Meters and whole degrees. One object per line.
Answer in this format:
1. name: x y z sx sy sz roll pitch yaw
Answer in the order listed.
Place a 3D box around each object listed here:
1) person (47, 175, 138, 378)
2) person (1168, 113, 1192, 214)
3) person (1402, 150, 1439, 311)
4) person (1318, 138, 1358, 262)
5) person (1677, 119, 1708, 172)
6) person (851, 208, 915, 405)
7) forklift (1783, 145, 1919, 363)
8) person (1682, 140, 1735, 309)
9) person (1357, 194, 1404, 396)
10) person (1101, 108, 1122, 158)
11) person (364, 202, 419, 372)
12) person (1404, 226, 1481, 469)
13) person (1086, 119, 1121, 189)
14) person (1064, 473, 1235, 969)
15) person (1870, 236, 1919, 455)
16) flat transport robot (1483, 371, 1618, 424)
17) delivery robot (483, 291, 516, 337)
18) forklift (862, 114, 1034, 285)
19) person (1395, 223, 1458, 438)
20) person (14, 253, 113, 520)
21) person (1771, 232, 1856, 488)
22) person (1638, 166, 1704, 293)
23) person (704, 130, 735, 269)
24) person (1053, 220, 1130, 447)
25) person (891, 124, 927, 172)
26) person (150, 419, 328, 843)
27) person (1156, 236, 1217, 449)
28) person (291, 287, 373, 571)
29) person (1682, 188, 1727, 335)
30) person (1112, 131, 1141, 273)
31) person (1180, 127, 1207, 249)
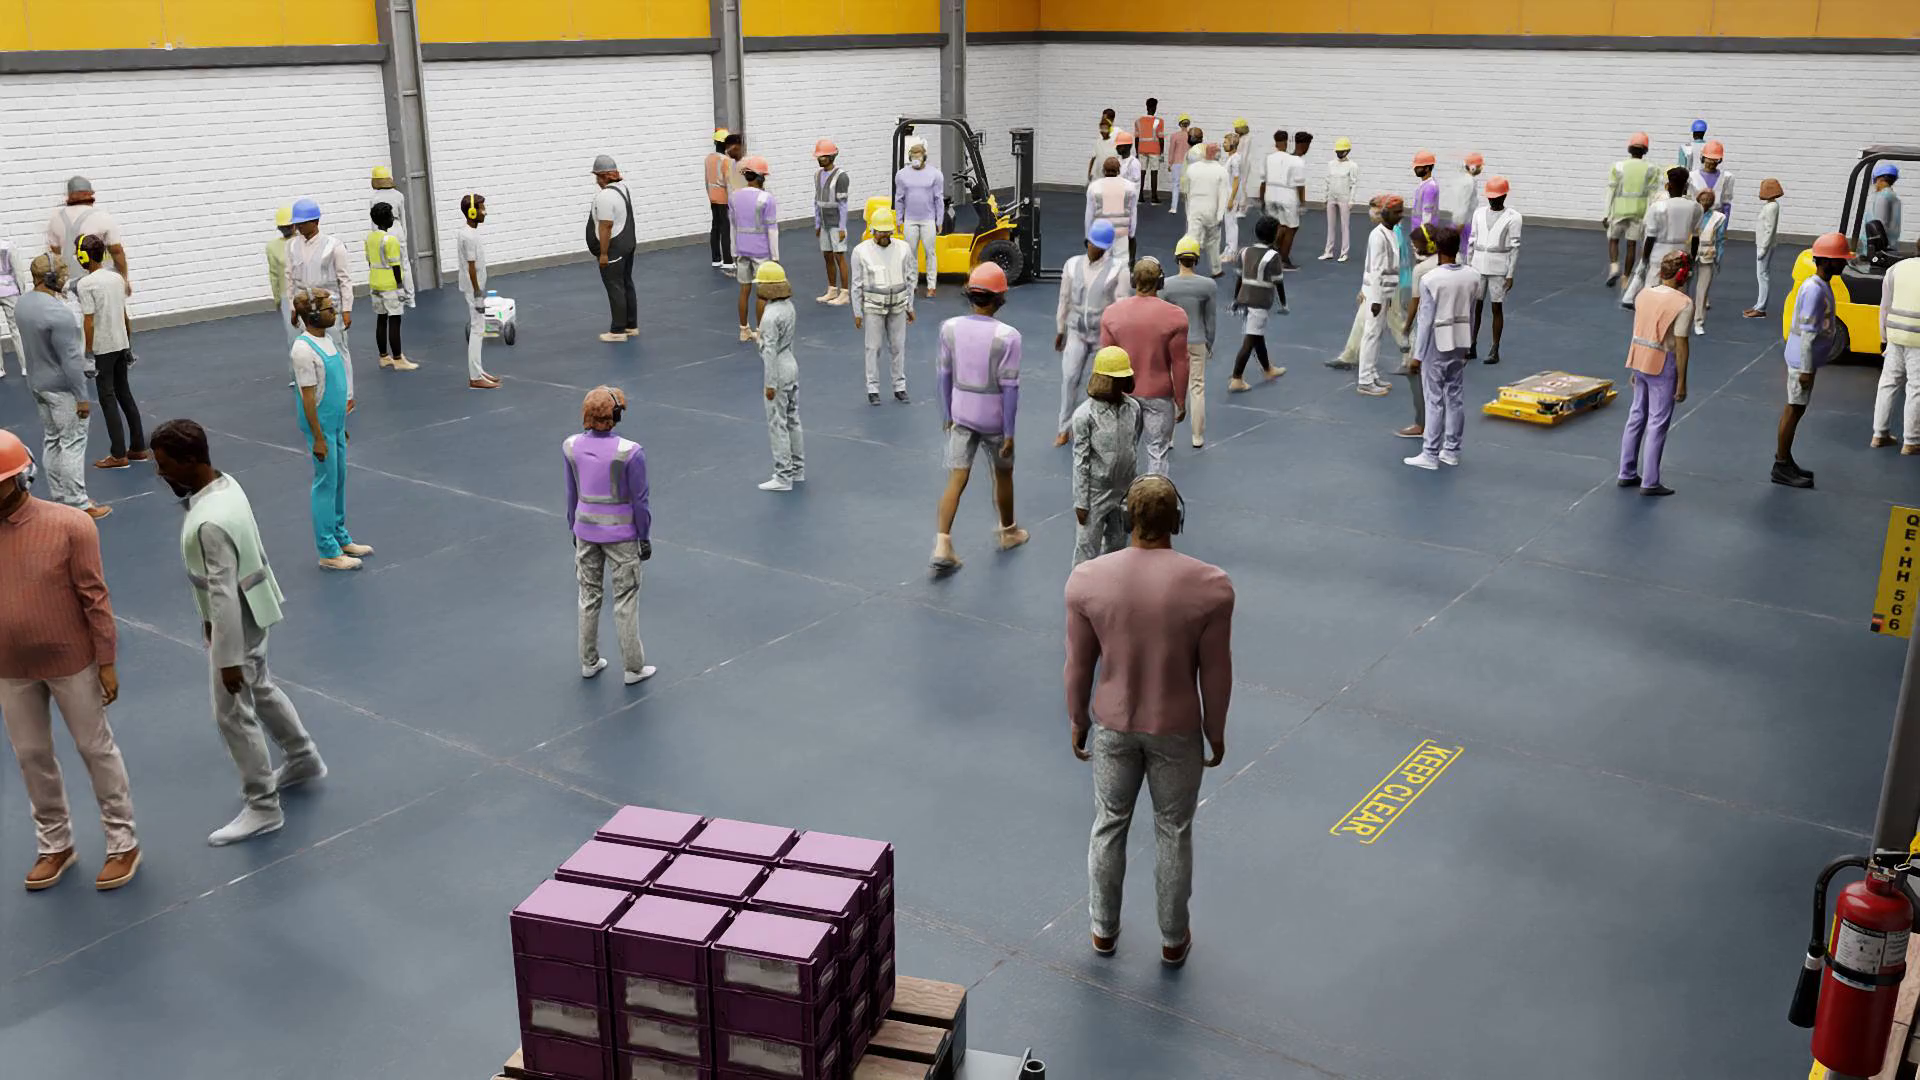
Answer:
1. person: -8.659 -2.648 16.539 0.694 2.000 0.981 3 18 9
2. person: 3.977 -6.731 29.772 0.532 1.758 0.344 -3 18 -9
3. person: 5.578 -3.736 20.128 0.391 1.929 0.546 4 18 11
4. person: 5.499 -4.934 24.134 0.525 1.769 0.308 17 24 42
5. person: 11.119 -5.372 25.207 0.601 1.950 0.383 -1 18 -3
6. person: -0.703 -2.148 15.344 0.601 1.817 0.403 -7 19 -21
7. forklift: 9.803 -2.879 17.013 2.313 2.155 1.214 12 21 33
8. person: 9.037 -3.818 20.219 0.602 2.035 0.405 2 18 7
9. person: 3.998 -2.327 15.790 0.349 1.881 0.577 8 19 24
10. person: 2.591 -6.428 28.563 0.373 1.915 0.594 -9 20 -26
11. person: -5.779 -2.553 16.798 0.535 1.697 0.321 16 24 40
12. person: 3.834 -1.509 13.177 0.590 1.917 0.395 -10 20 -28
13. person: 2.305 -5.817 26.758 0.582 1.849 0.503 8 19 23
14. person: 0.699 0.695 6.265 0.627 1.932 0.378 4 18 13
15. person: 7.857 -1.631 13.680 0.430 1.845 0.624 -7 19 -21
16. flat transport robot: 5.442 -1.327 15.266 0.652 0.197 1.431 16 24 40
17. delivery robot: -5.141 -2.502 18.333 0.477 0.478 0.707 -1 18 -3
18. forklift: -0.171 -4.594 22.377 2.313 2.155 1.214 1 18 3
19. person: 4.027 -1.779 14.176 0.651 1.832 0.342 -8 20 -24
20. person: -6.366 -1.064 11.776 0.641 1.927 0.385 13 22 34
21. person: 6.521 -1.381 12.741 0.375 1.939 0.546 10 20 29
22. person: 7.531 -2.971 17.674 0.612 1.962 0.365 -2 18 -5
23. person: -3.350 -4.797 23.459 0.381 1.918 0.584 -16 24 -40
24. person: 1.131 -1.754 13.979 0.687 1.912 0.752 9 20 25
25. person: -0.810 -5.787 26.541 0.589 1.927 0.387 -4 18 -13
26. person: -3.158 0.366 7.350 0.530 1.896 0.760 -6 19 -19
27. person: 1.852 -1.630 13.800 0.535 1.767 0.315 -2 18 -6
28. person: -4.114 -0.722 10.830 0.334 1.846 0.513 -1 18 -4
29. person: 8.290 -3.132 18.705 0.518 1.637 0.309 6 19 18
30. person: 2.262 -4.672 23.037 0.373 1.934 0.551 -8 20 -25
31. person: 3.545 -5.313 25.199 0.429 1.839 0.634 9 20 26
